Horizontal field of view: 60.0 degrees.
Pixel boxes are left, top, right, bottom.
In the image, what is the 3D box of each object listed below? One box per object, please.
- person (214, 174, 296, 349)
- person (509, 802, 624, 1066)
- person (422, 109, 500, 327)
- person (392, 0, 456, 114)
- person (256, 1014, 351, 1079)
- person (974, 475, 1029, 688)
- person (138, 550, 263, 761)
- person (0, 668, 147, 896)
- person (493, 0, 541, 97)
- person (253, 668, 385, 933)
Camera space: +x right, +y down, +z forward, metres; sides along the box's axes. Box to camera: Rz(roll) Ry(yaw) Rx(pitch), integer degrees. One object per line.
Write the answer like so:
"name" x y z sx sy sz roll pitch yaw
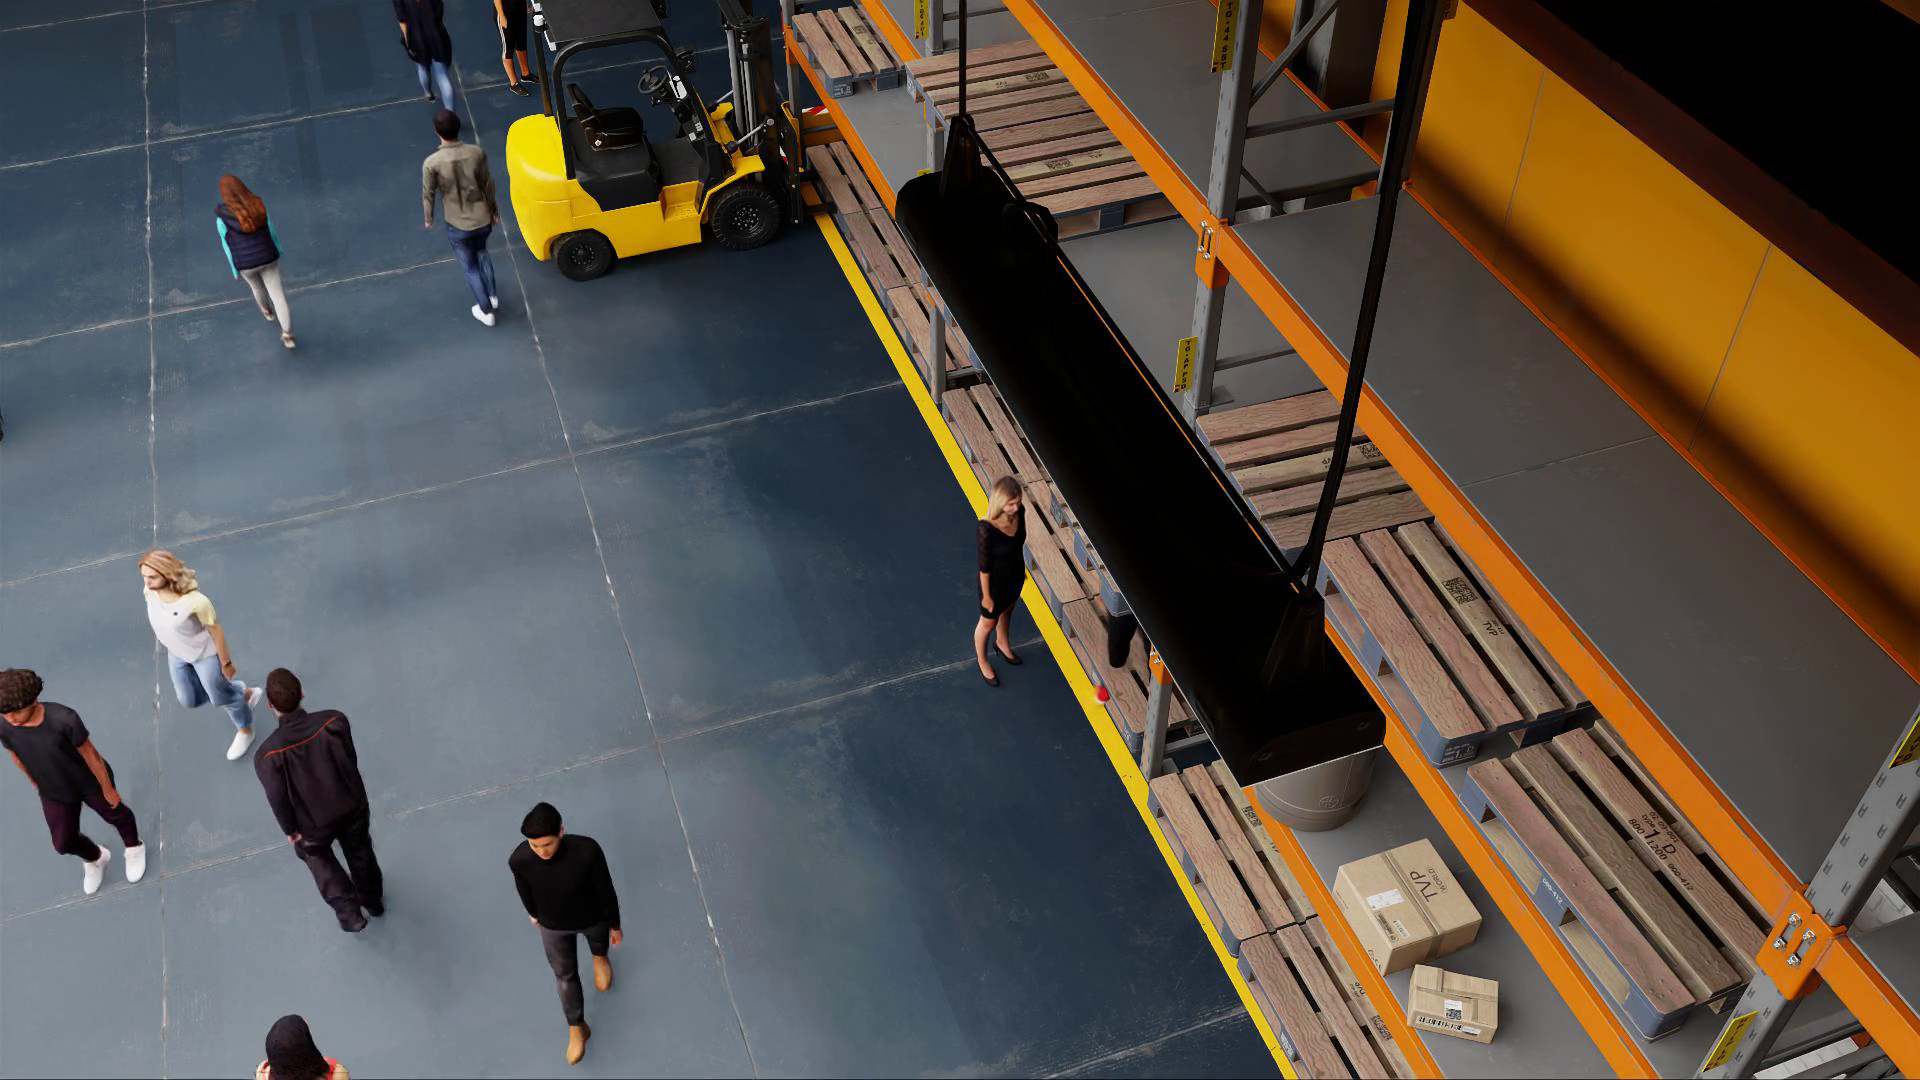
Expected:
"person" -5.585 -2.201 13.267 0.709 1.464 1.032 -23 48 -22
"person" -2.042 1.893 8.801 0.808 1.695 1.075 -6 44 -6
"person" -3.905 -2.513 13.315 0.807 1.848 0.780 -32 52 -29
"person" -5.002 -4.656 15.723 0.657 1.631 1.096 -17 46 -17
"person" -2.991 2.842 7.825 0.784 1.668 1.163 -4 44 -5
"person" 0.258 0.241 10.548 0.615 1.678 0.613 30 51 28
"person" -4.564 0.624 10.122 0.808 1.711 0.868 13 45 13
"person" -4.995 1.278 9.396 0.678 1.766 0.657 -8 44 -9
"person" -4.411 -5.210 16.276 0.718 1.669 0.657 17 46 17
"person" -3.407 1.496 9.077 0.819 1.889 0.878 -33 53 -30
